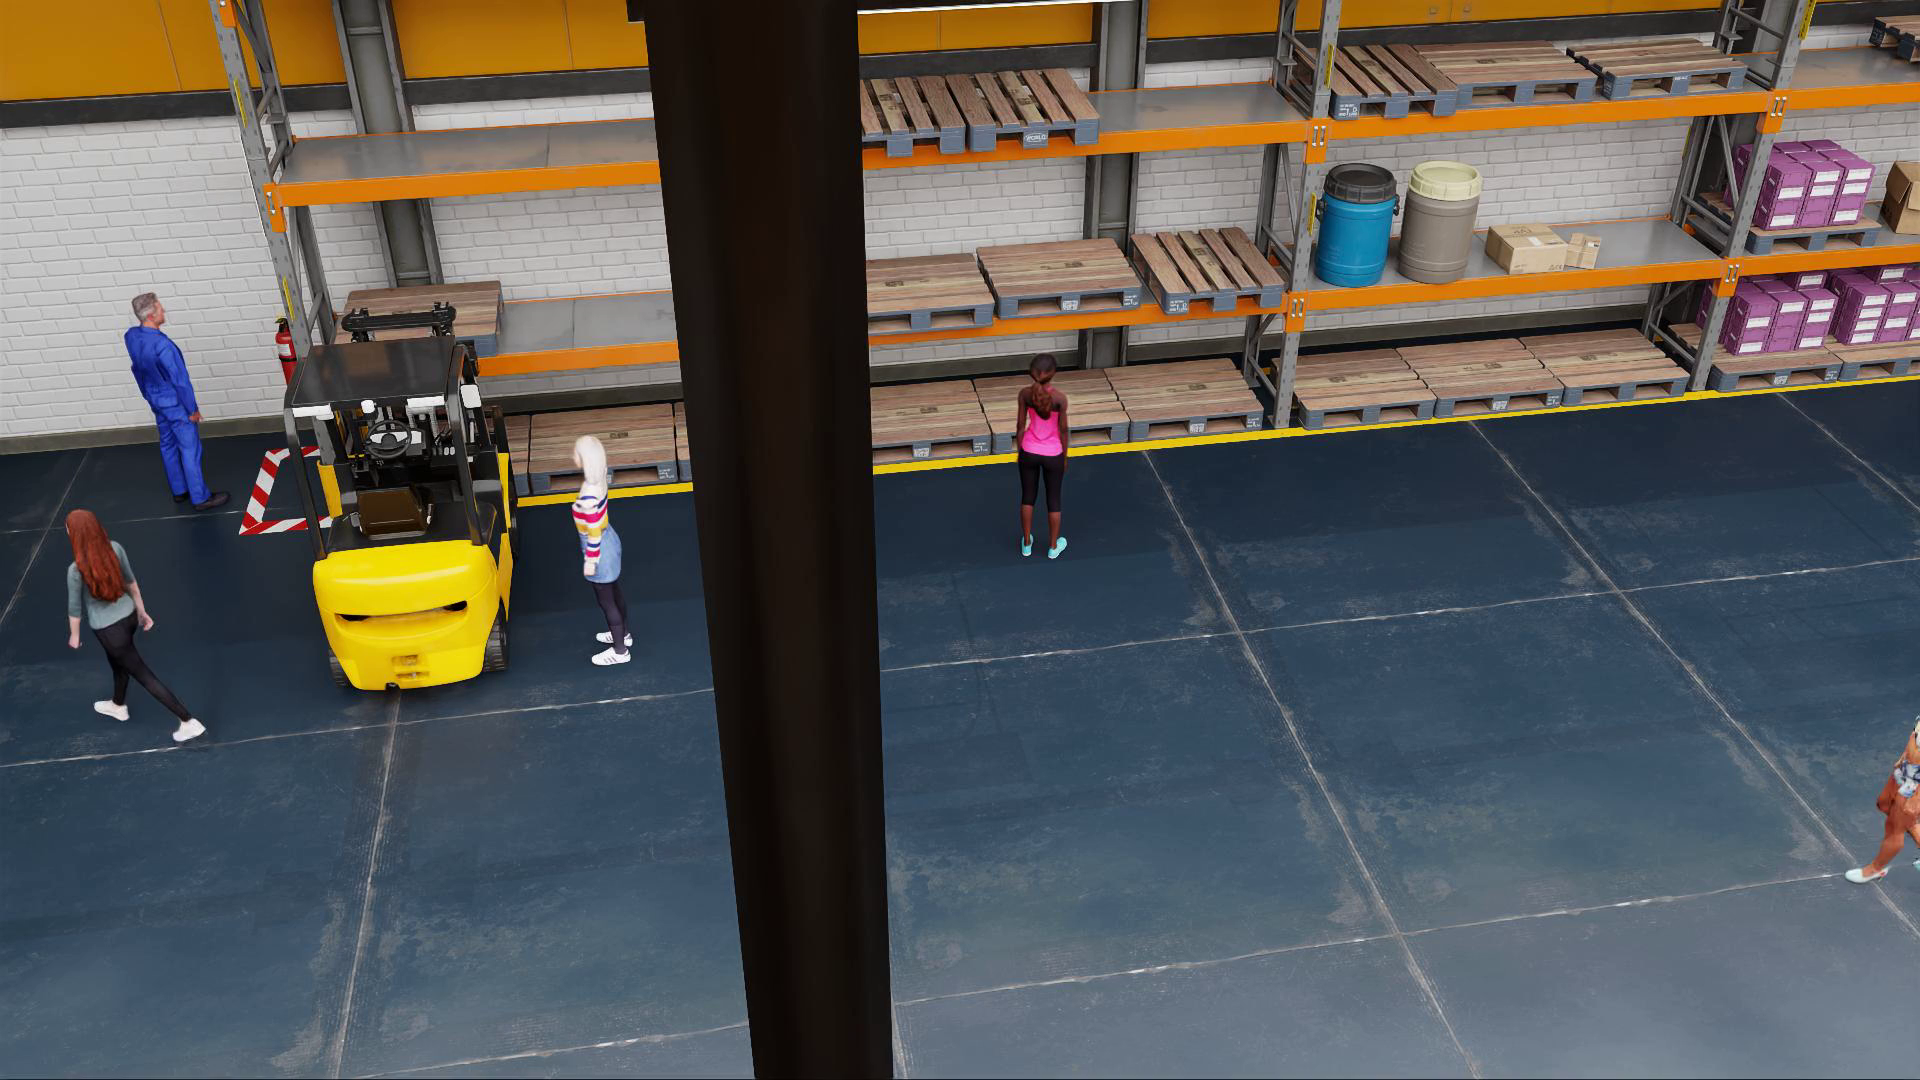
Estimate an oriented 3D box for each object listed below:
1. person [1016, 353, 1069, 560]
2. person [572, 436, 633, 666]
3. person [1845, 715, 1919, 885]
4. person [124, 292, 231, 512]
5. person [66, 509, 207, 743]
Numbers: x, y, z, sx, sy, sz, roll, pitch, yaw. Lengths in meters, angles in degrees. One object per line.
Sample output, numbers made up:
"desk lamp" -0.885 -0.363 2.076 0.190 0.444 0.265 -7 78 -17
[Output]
"person" 0.616 -0.636 12.620 0.618 1.722 0.711 10 35 14
"person" -2.475 0.063 11.491 0.575 1.808 0.688 0 34 0
"person" 5.613 1.420 9.623 0.847 1.615 0.743 10 35 15
"person" -6.285 -1.099 13.224 0.772 1.826 0.843 20 38 27
"person" -5.386 0.609 10.765 1.247 1.702 0.987 11 35 16
